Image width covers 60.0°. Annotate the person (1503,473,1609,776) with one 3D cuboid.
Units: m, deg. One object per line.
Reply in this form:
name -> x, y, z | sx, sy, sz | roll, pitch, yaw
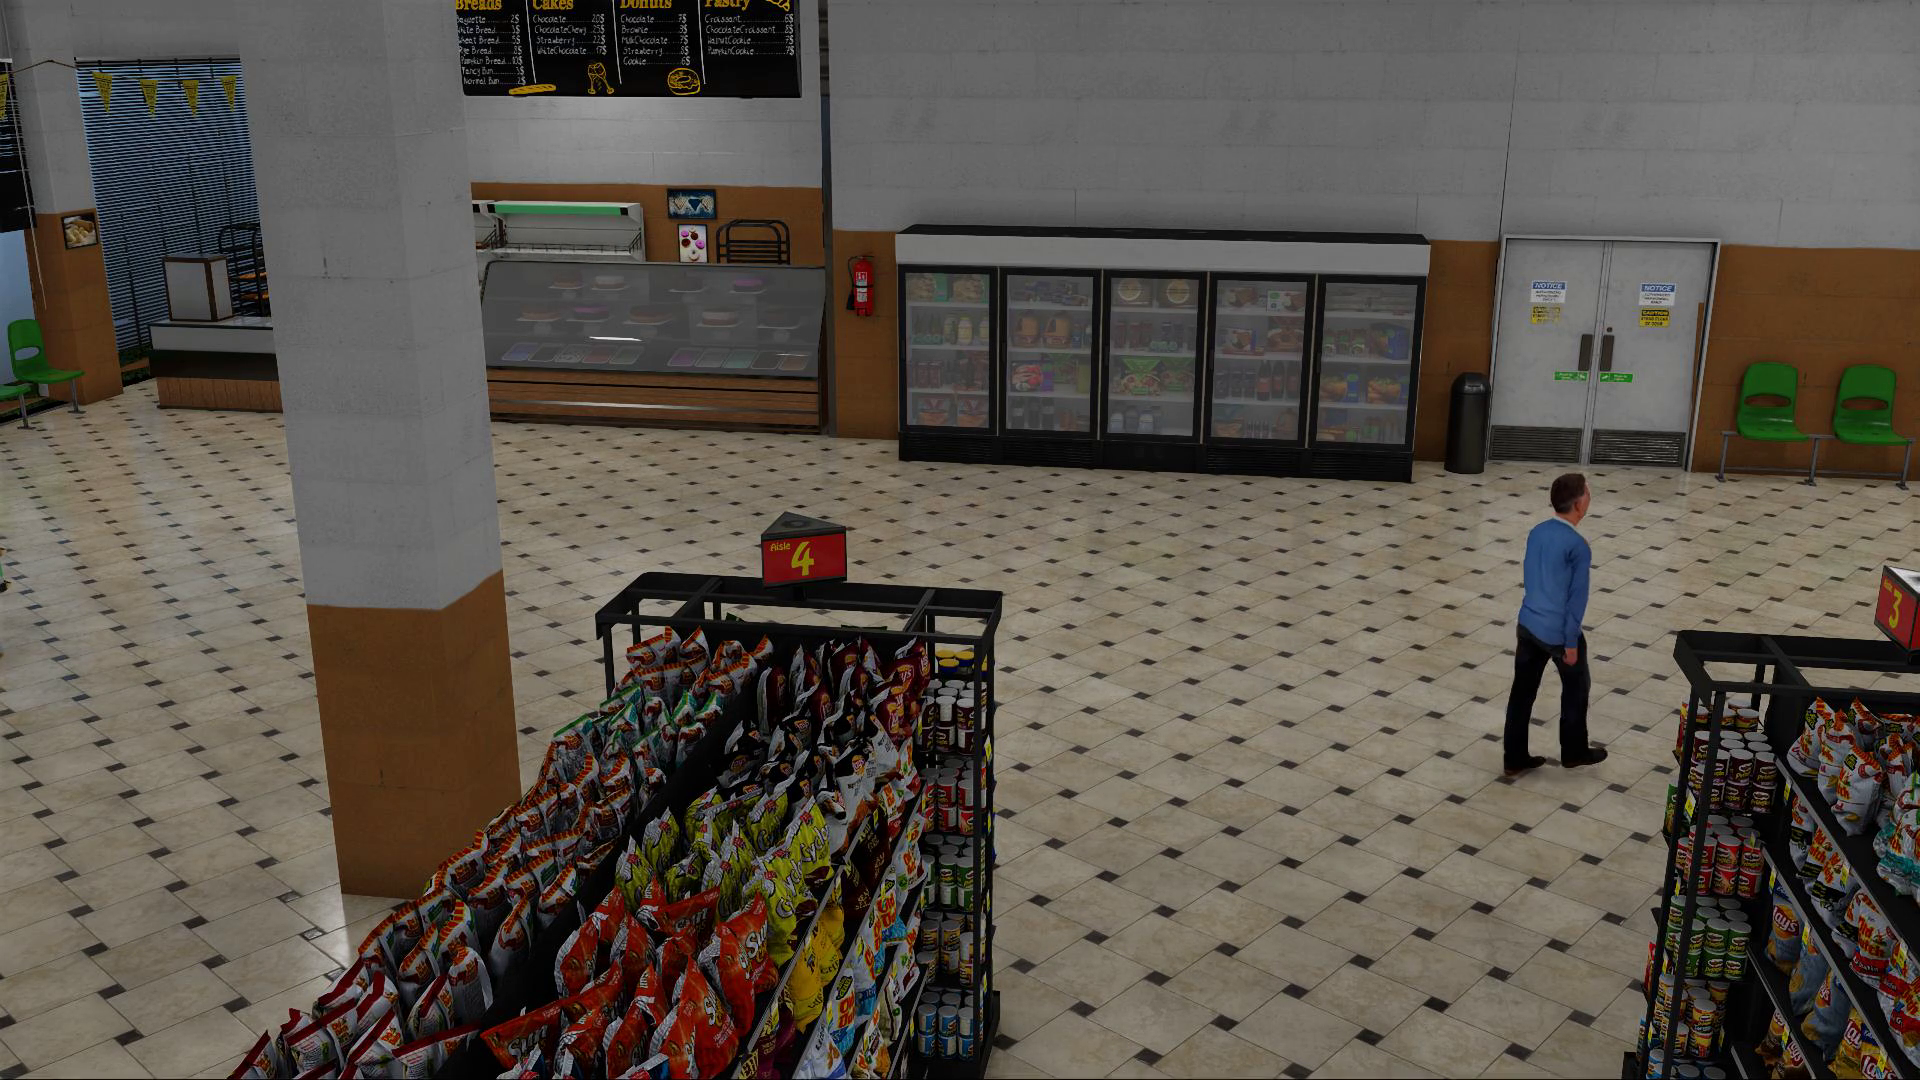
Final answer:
person -> 3.334, 0.513, 9.577 | 1.001, 1.798, 0.979 | -7, 18, -21
